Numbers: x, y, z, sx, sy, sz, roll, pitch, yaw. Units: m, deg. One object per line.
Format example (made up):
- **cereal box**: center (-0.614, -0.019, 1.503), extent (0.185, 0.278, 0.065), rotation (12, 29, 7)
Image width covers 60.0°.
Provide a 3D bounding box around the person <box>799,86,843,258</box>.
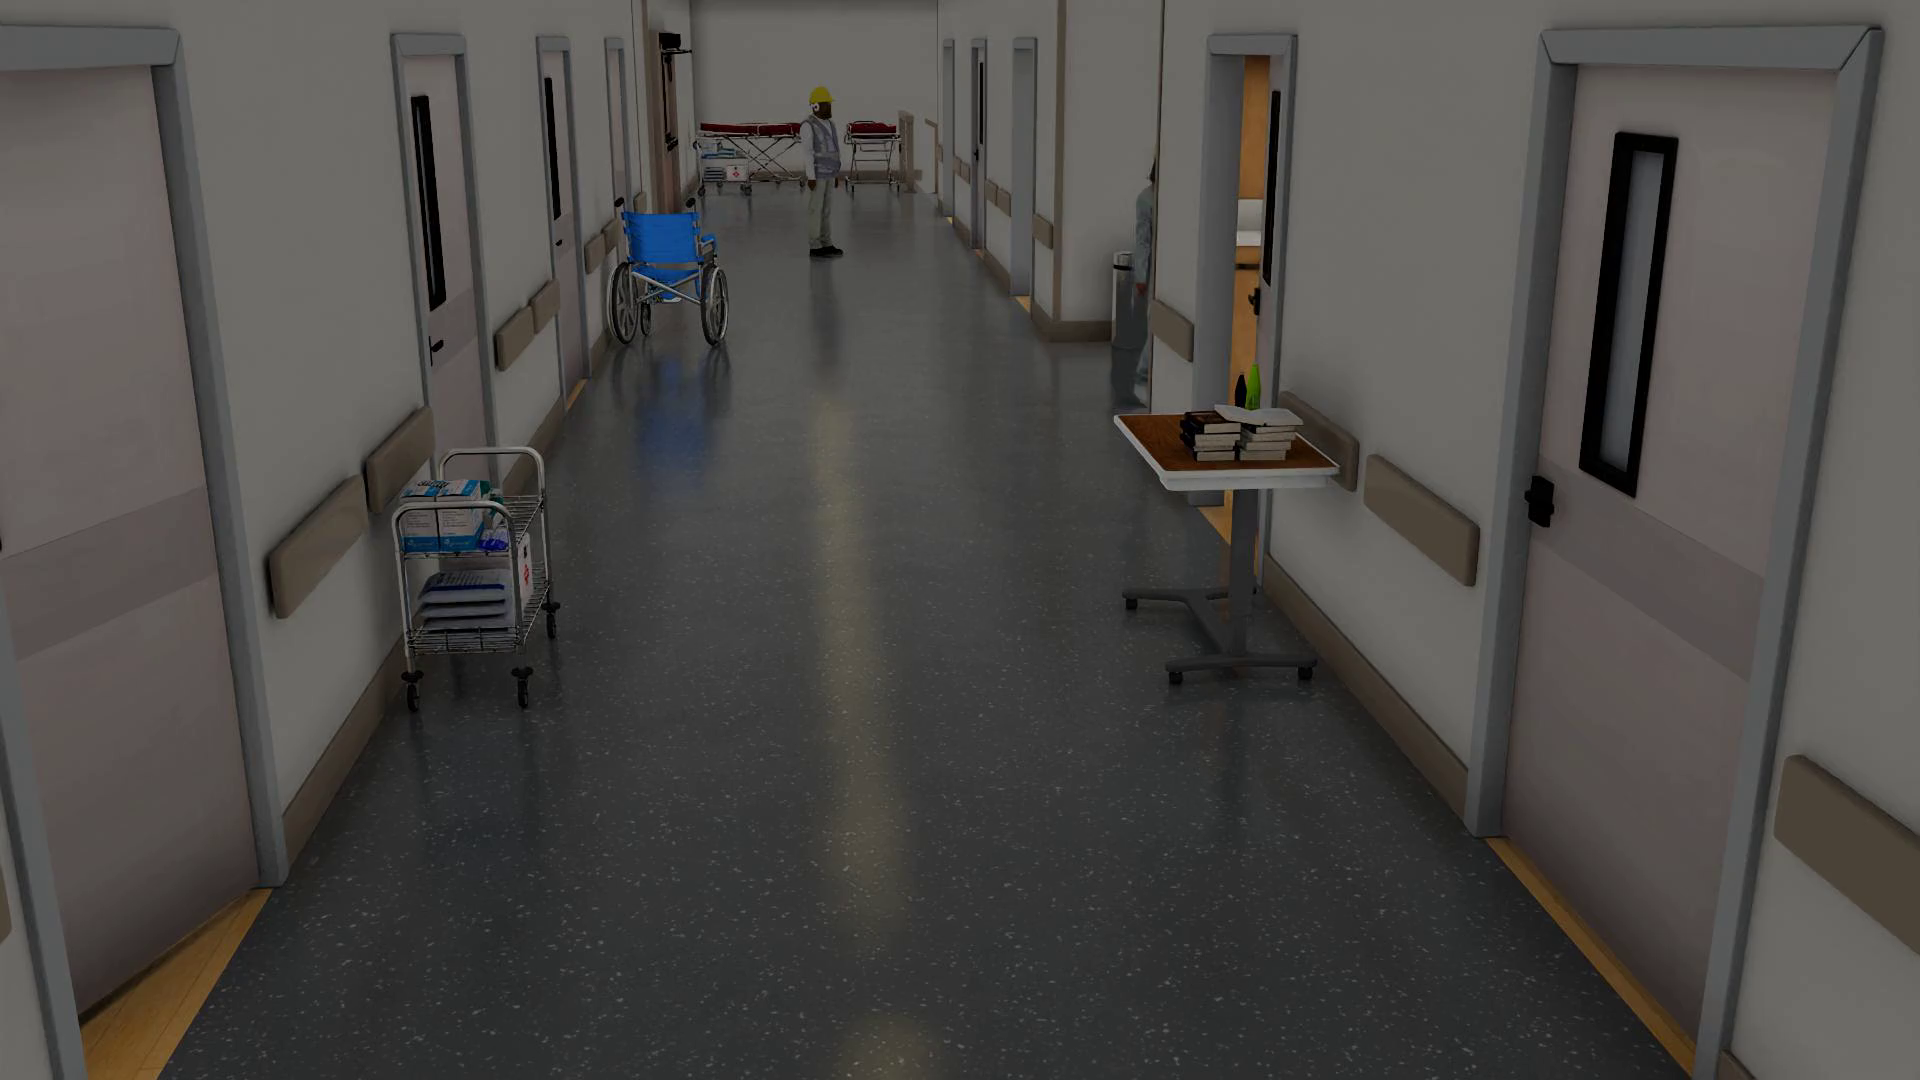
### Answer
- **person**: center (-1.511, -4.042, 18.310), extent (0.403, 1.837, 0.590), rotation (7, 18, 23)
